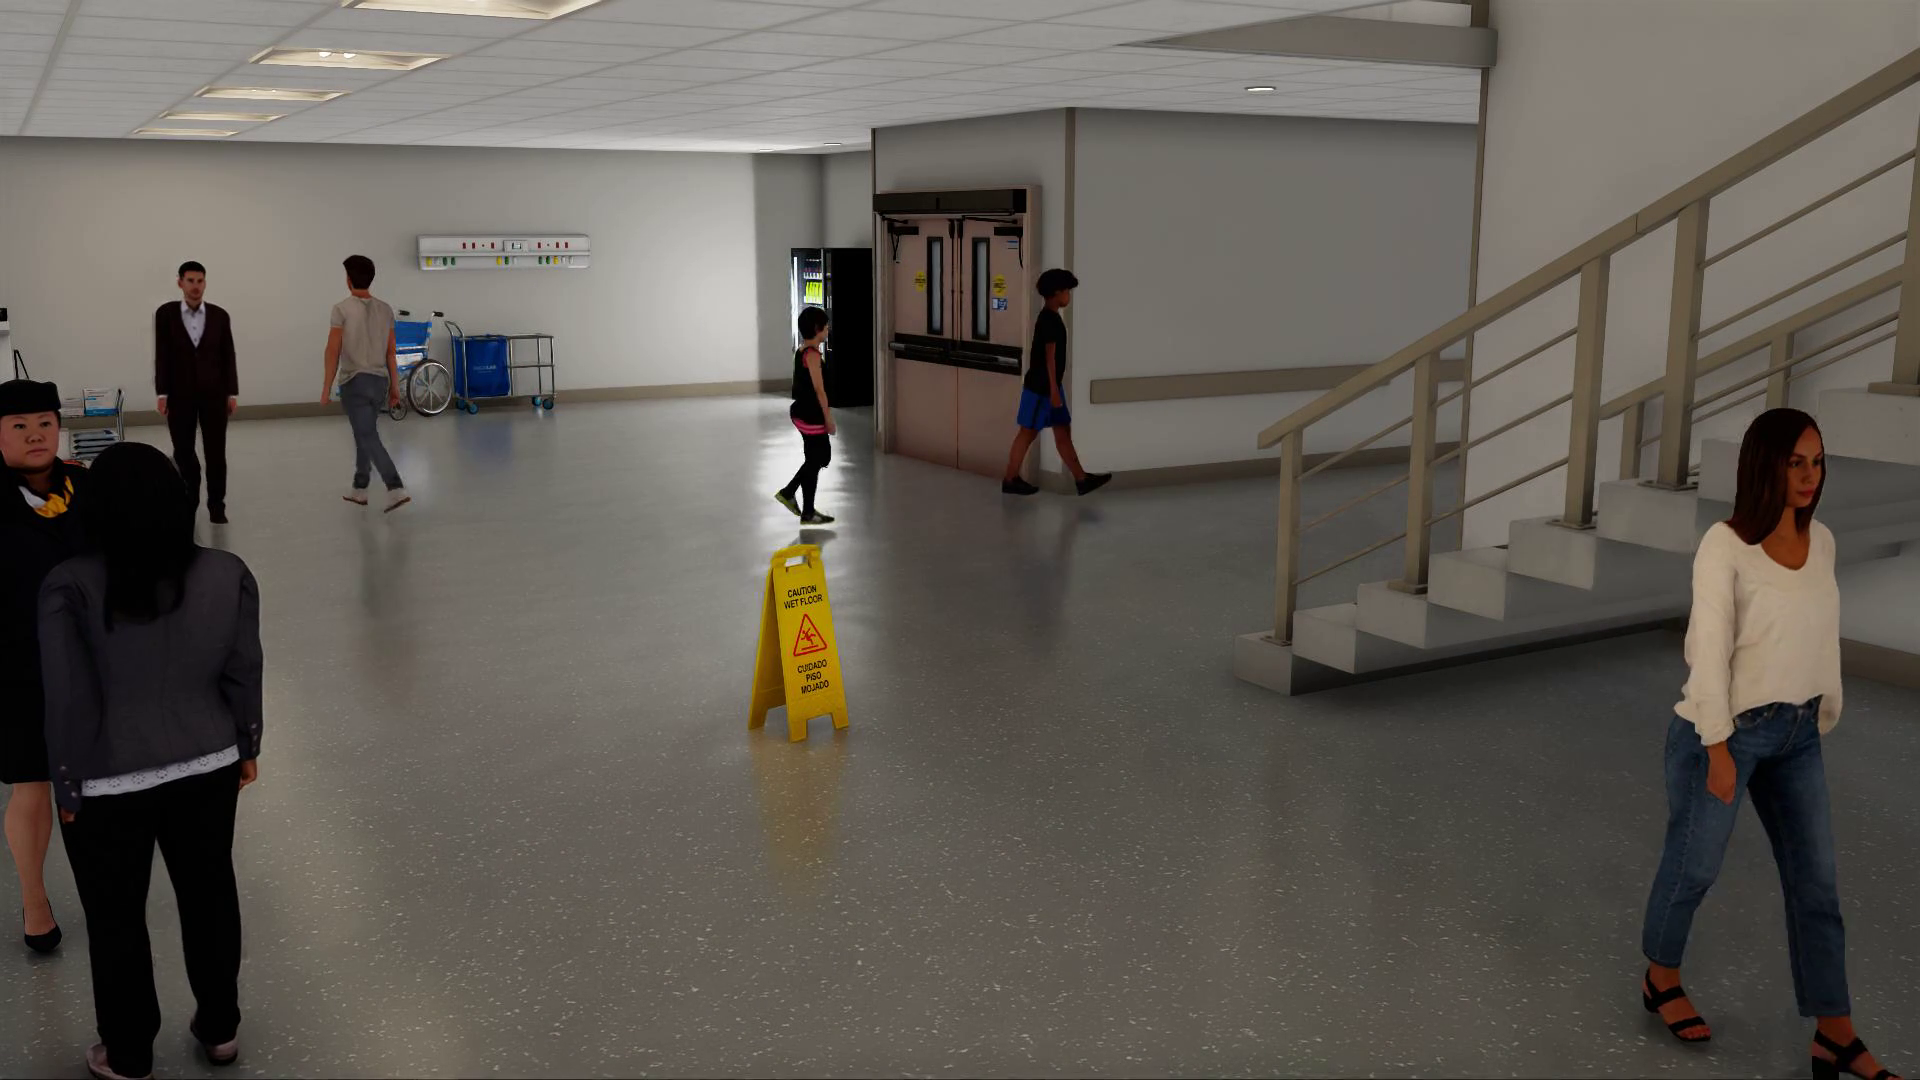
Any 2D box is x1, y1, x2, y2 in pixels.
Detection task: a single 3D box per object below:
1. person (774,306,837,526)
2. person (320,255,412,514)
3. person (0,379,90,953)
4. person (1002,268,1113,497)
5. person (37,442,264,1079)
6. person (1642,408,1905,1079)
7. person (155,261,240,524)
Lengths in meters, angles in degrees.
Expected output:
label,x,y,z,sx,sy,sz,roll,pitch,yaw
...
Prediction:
label,x,y,z,sx,sy,sz,roll,pitch,yaw
person,-1.120,-0.856,11.685,0.695,1.538,0.659,-3,11,-13
person,-4.289,-1.096,12.095,1.288,1.857,0.980,8,13,37
person,-2.677,0.362,4.909,0.724,1.671,0.766,10,15,43
person,0.561,-1.166,12.785,1.135,1.737,1.128,2,11,9
person,-1.988,0.554,4.093,0.750,1.598,0.747,10,15,42
person,1.938,0.498,4.235,0.757,1.656,0.993,-4,11,-19
person,-5.434,-1.041,11.826,0.713,1.849,0.896,-5,12,-26
